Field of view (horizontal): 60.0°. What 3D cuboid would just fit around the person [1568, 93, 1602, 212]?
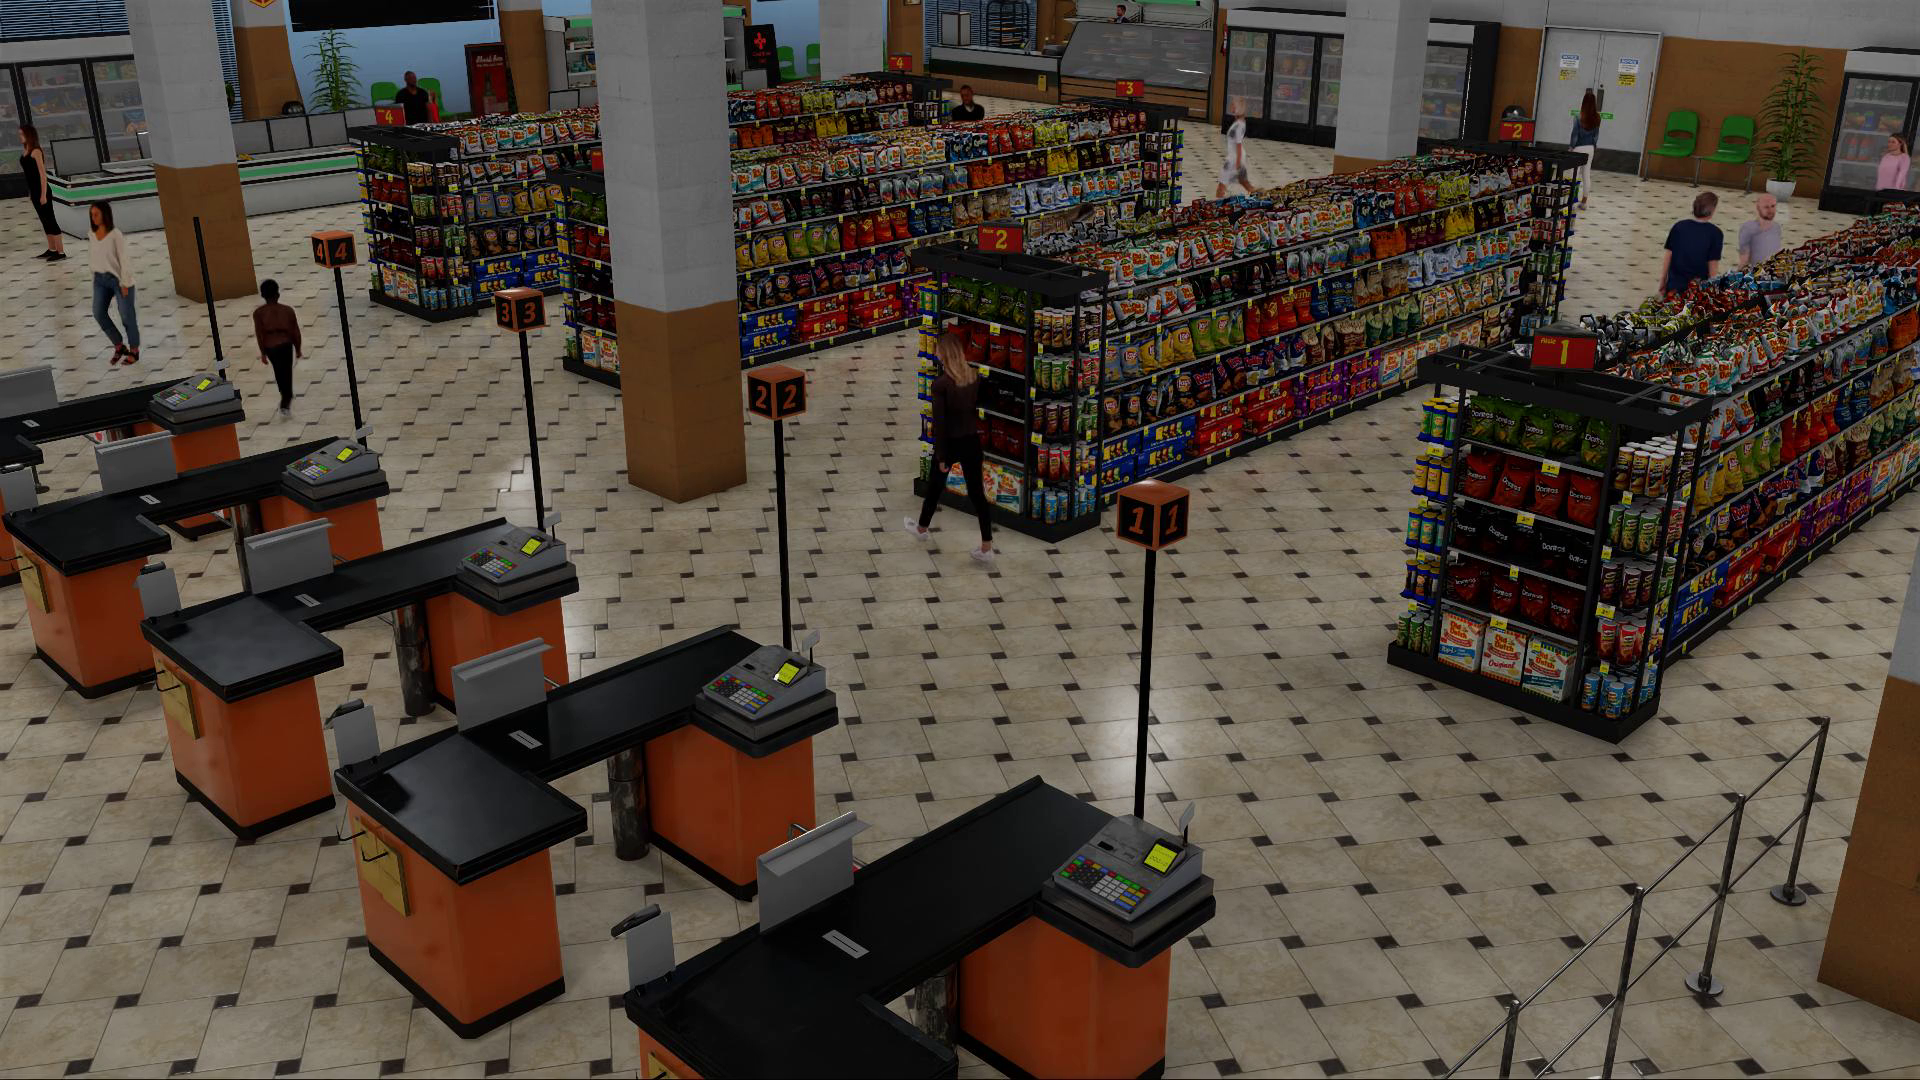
[{"bbox_3d":[9.209,-5.738,24.584,0.633,1.702,0.754,-5,23,-13],"label":"person"}]

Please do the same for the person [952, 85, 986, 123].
[{"bbox_3d":[0.120,-5.589,23.974,0.827,1.881,0.904,-7,23,-17],"label":"person"}]

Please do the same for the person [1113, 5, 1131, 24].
[{"bbox_3d":[3.712,-11.422,38.509,0.628,1.868,0.562,20,29,41],"label":"person"}]

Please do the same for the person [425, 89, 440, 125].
[{"bbox_3d":[-8.946,-7.029,28.381,0.645,1.268,0.504,-19,28,-39],"label":"person"}]

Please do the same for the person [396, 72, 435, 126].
[{"bbox_3d":[-8.594,-6.454,26.261,1.126,1.780,0.715,-20,29,-40],"label":"person"}]

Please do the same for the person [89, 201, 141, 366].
[{"bbox_3d":[-8.505,-2.612,16.844,0.748,1.672,0.763,7,23,16],"label":"person"}]

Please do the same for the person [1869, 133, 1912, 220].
[{"bbox_3d":[11.820,-4.282,21.024,1.179,1.655,0.866,-10,24,-23],"label":"person"}]

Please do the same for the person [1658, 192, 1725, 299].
[{"bbox_3d":[7.024,-2.417,16.121,0.730,1.850,0.755,13,25,30],"label":"person"}]

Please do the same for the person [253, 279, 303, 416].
[{"bbox_3d":[-6.268,-1.747,15.283,0.920,1.231,0.871,-5,23,-13],"label":"person"}]

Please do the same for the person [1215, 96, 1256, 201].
[{"bbox_3d":[4.052,-5.451,23.859,1.005,1.710,1.117,5,22,13],"label":"person"}]

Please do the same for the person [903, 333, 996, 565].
[{"bbox_3d":[0.048,-0.610,11.895,1.062,1.649,0.769,-16,27,-35],"label":"person"}]

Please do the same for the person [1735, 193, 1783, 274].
[{"bbox_3d":[7.772,-2.526,16.470,1.220,1.792,1.074,-9,24,-22],"label":"person"}]

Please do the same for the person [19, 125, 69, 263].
[{"bbox_3d":[-11.820,-4.467,21.389,0.576,1.725,0.502,19,29,39],"label":"person"}]
